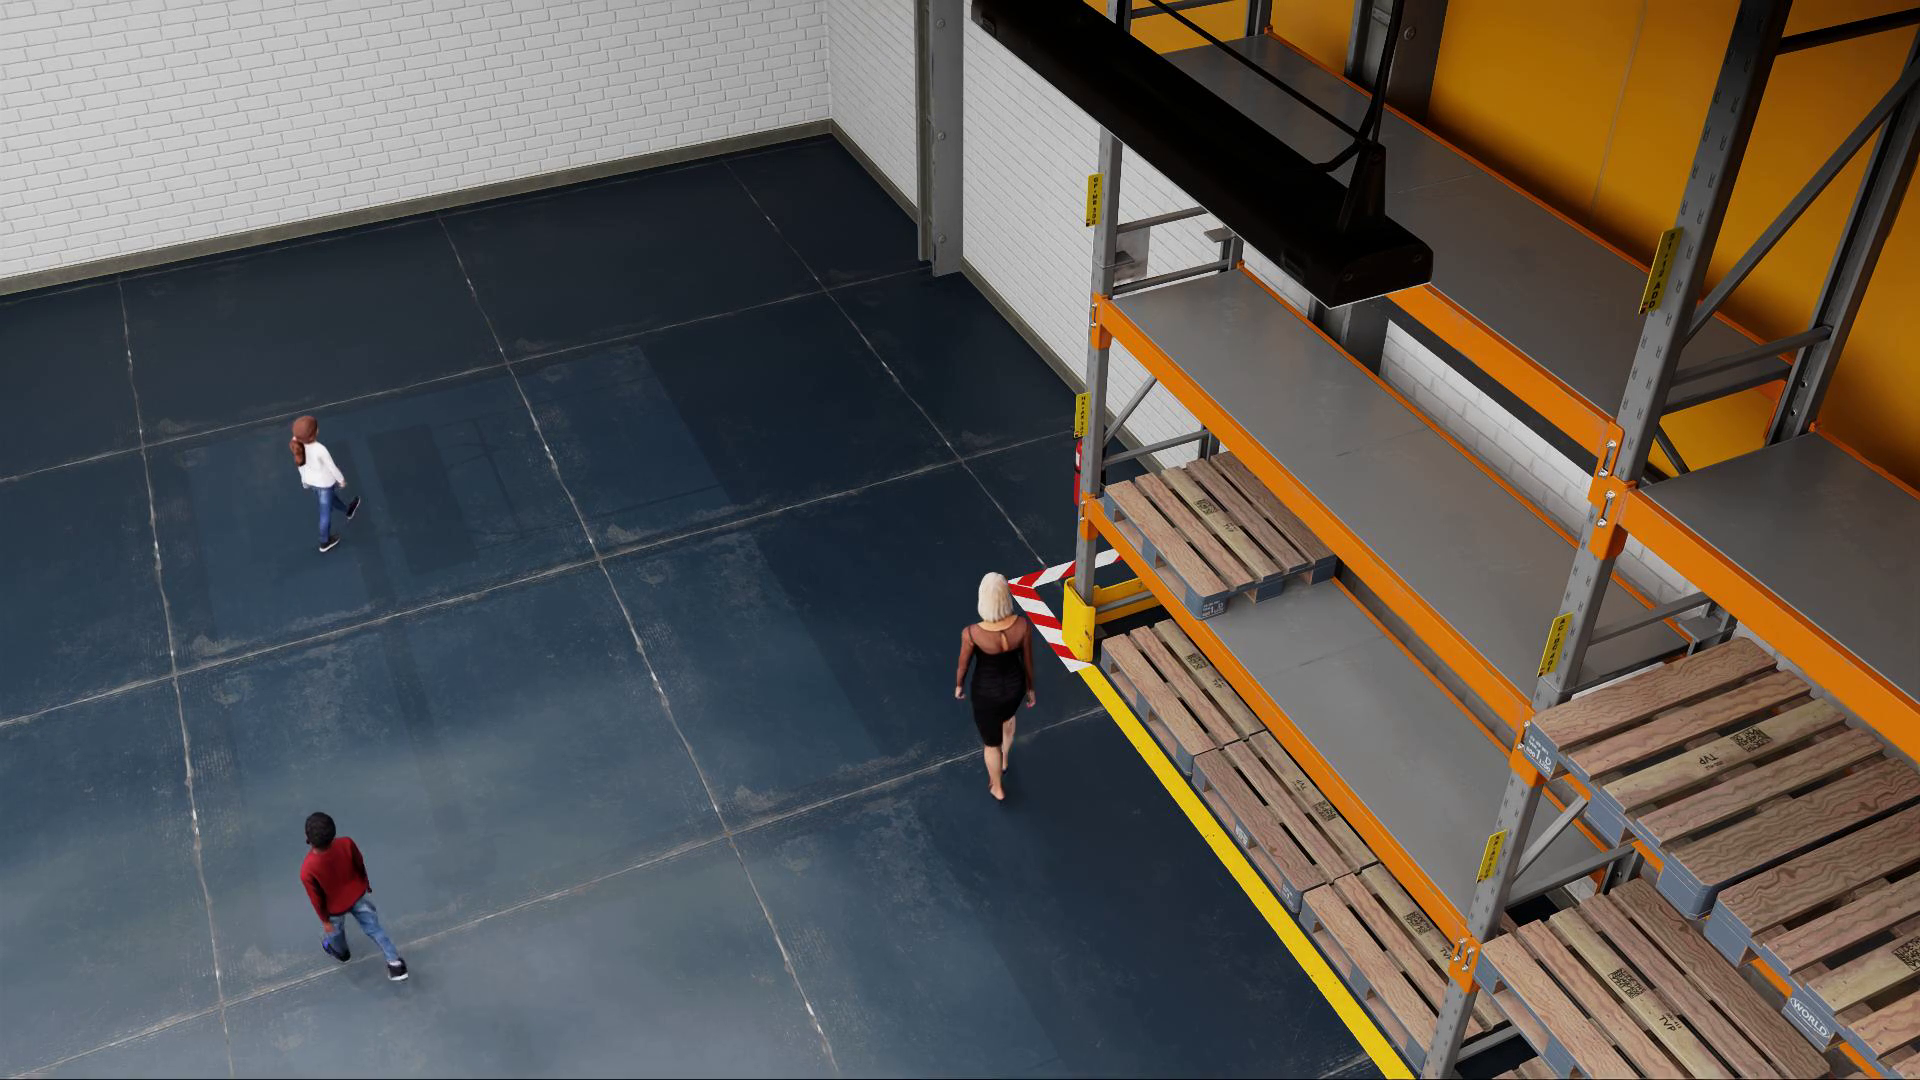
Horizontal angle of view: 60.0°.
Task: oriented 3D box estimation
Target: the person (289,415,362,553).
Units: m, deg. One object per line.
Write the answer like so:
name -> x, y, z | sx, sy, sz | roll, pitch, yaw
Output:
person -> -4.774, -0.413, 12.314 | 0.763, 1.083, 0.780 | 17, 42, 20

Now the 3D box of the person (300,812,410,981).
person -> -3.362, 1.993, 9.170 | 0.941, 1.247, 0.745 | 27, 46, 30

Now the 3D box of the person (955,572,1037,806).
person -> 0.247, 0.976, 10.061 | 0.690, 1.724, 0.712 | -9, 39, -11
